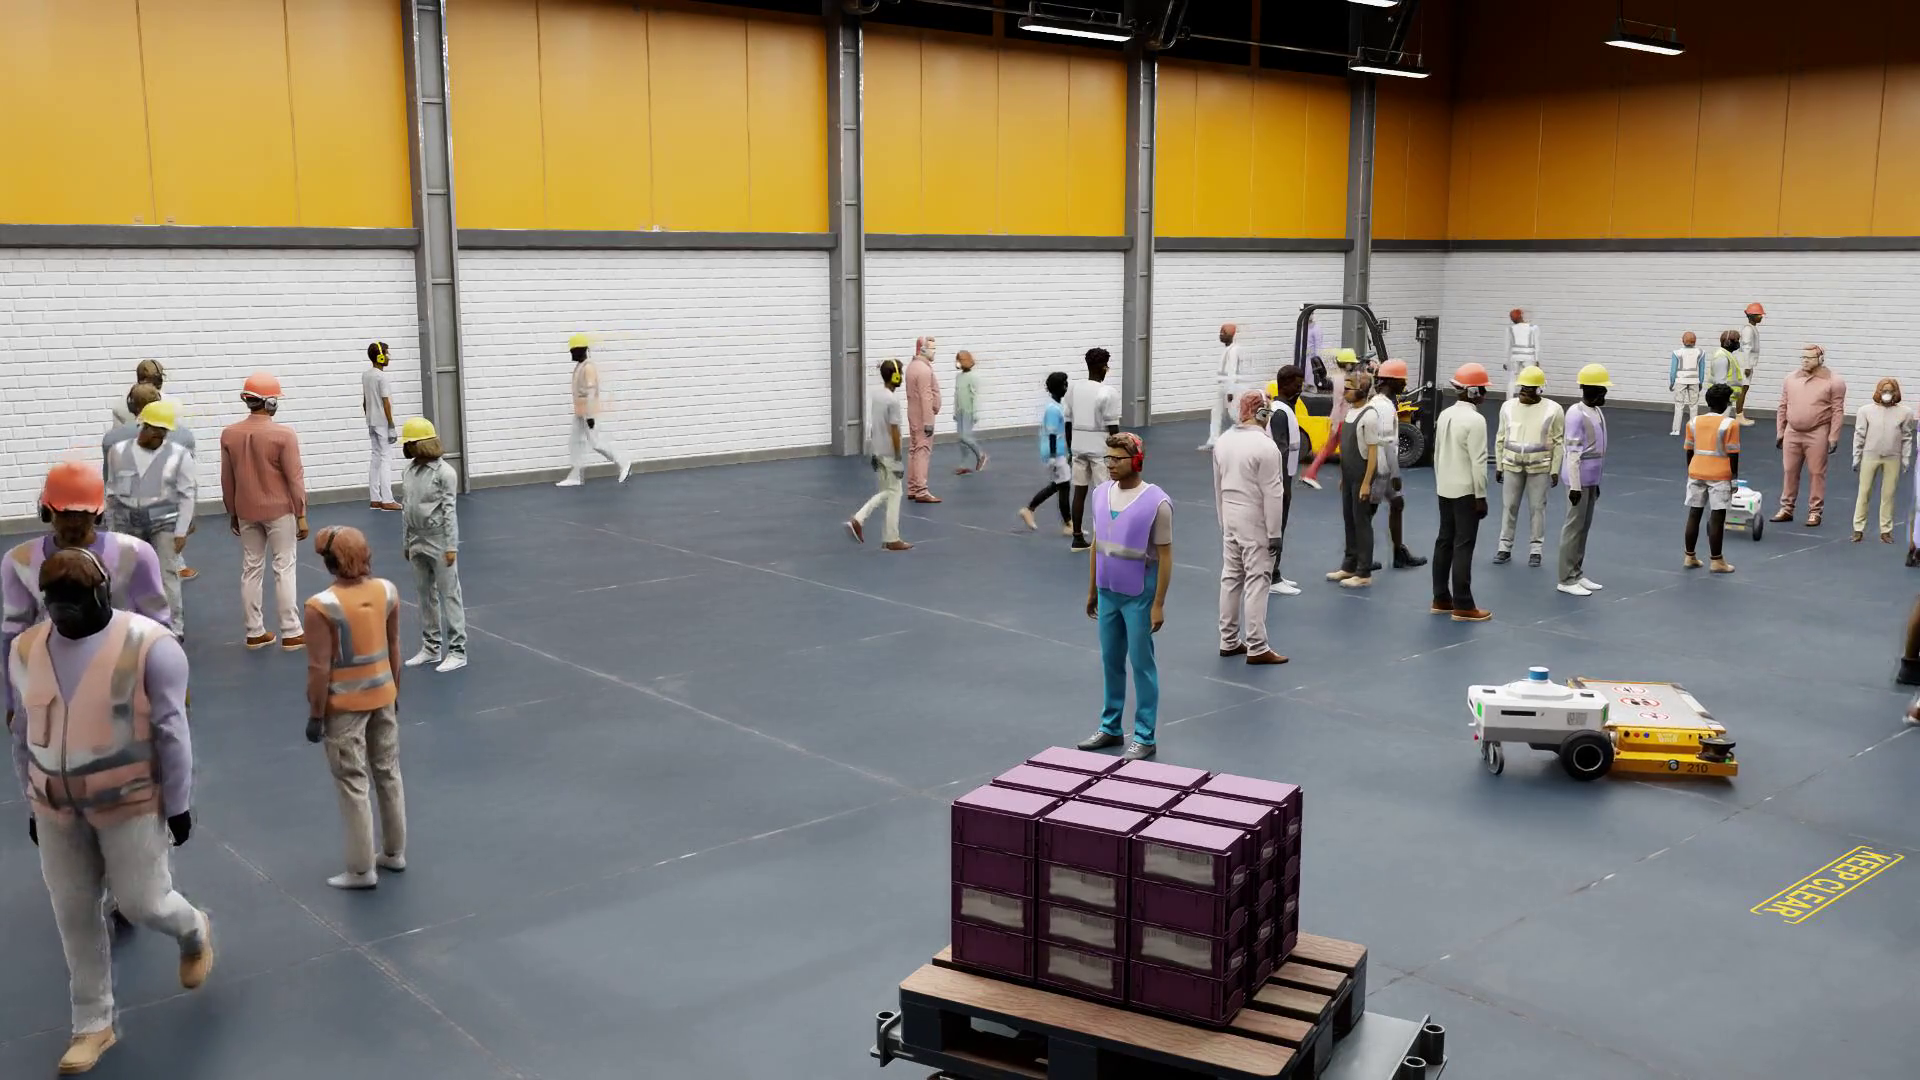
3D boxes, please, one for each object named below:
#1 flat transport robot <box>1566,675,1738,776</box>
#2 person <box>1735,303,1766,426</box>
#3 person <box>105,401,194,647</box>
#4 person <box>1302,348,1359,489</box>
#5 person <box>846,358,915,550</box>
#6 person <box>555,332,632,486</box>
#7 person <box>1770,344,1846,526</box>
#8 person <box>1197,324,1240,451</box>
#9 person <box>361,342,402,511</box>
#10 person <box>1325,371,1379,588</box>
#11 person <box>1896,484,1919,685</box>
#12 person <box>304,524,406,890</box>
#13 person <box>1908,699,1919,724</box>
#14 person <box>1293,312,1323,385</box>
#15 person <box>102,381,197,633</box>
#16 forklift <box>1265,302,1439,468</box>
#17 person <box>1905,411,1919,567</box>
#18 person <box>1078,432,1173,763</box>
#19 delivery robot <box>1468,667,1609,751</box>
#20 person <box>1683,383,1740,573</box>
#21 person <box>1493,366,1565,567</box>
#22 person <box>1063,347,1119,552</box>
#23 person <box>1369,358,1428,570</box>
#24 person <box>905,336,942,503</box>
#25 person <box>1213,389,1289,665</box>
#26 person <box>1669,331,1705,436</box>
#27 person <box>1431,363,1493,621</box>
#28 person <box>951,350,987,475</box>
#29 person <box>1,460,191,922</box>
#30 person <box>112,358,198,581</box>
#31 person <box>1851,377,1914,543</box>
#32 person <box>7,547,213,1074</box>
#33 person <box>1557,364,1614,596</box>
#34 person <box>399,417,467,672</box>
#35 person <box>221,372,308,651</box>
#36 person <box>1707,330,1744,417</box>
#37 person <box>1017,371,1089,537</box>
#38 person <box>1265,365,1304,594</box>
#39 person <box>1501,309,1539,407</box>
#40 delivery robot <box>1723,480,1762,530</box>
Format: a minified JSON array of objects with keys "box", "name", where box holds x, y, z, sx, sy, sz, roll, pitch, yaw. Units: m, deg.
[{"box":[3.953,1.050,9.612,0.652,0.197,1.431,2,10,10],"name":"flat transport robot"},{"box":[13.141,-2.921,27.678,0.390,2.045,0.607,6,11,30],"name":"person"},{"box":[-5.805,-0.086,11.811,0.694,1.792,0.474,-1,10,-8],"name":"person"},{"box":[4.541,-1.436,19.897,0.888,1.727,0.522,3,10,16],"name":"person"},{"box":[-0.741,-0.802,15.828,0.570,1.853,0.529,-5,11,-26],"name":"person"},{"box":[-4.522,-1.603,20.412,0.860,1.898,0.592,-5,11,-27],"name":"person"},{"box":[8.859,-1.098,17.410,0.402,1.906,0.652,-8,12,-38],"name":"person"},{"box":[3.935,-2.189,23.971,0.893,1.856,0.584,0,10,-3],"name":"person"},{"box":[-6.405,-1.256,18.436,0.519,1.874,0.321,9,13,42],"name":"person"},{"box":[3.374,-0.517,14.190,0.336,1.843,0.514,-2,10,-10],"name":"person"},{"box":[6.501,0.029,10.768,0.698,1.915,0.554,3,10,19],"name":"person"},{"box":[-2.695,0.741,7.429,0.309,1.638,0.518,5,11,26],"name":"person"},{"box":[6.173,0.237,9.884,1.012,1.809,0.536,0,10,-2],"name":"person"},{"box":[6.071,-3.125,29.275,0.408,1.905,0.654,-5,11,-27],"name":"person"},{"box":[-5.896,-0.205,12.185,0.641,1.913,0.863,-8,13,-41],"name":"person"},{"box":[5.320,-2.157,22.763,2.313,2.155,1.214,3,10,16],"name":"forklift"},{"box":[8.780,-0.680,14.872,0.374,1.933,0.550,1,10,4],"name":"person"},{"box":[0.945,0.313,9.331,0.377,1.841,0.570,-8,13,-40],"name":"person"},{"box":[3.168,0.942,9.142,0.707,0.478,0.477,2,10,9],"name":"delivery robot"},{"box":[6.708,-0.553,14.839,0.321,1.692,0.529,-6,11,-30],"name":"person"},{"box":[5.163,-0.671,15.135,0.591,1.829,0.404,6,11,31],"name":"person"},{"box":[1.265,-0.847,15.758,0.614,1.963,0.362,8,13,40],"name":"person"},{"box":[3.872,-0.654,14.797,0.835,1.902,0.574,2,10,10],"name":"person"},{"box":[-0.406,-1.383,19.084,0.401,1.904,0.646,-3,10,-15],"name":"person"},{"box":[2.032,-0.093,11.536,0.410,1.905,0.641,-5,11,-28],"name":"person"},{"box":[11.365,-2.434,26.007,0.511,1.640,0.308,1,10,8],"name":"person"},{"box":[3.909,-0.376,12.919,0.384,1.996,0.610,-2,10,-14],"name":"person"},{"box":[0.082,-1.634,21.382,0.398,1.616,0.517,-6,11,-30],"name":"person"},{"box":[-3.747,0.623,7.165,0.704,1.959,1.106,-2,10,-12],"name":"person"},{"box":[-6.948,-0.594,14.359,0.635,1.937,0.352,1,10,6],"name":"person"},{"box":[9.057,-0.782,16.352,0.509,1.631,0.268,4,10,22],"name":"person"},{"box":[-3.008,0.905,5.913,0.629,1.828,0.645,0,10,2],"name":"person"},{"box":[5.221,-0.509,13.889,0.361,1.928,0.594,7,12,36],"name":"person"},{"box":[-3.617,0.029,11.310,0.485,1.737,0.320,5,11,28],"name":"person"},{"box":[-4.939,-0.199,11.881,0.624,1.992,0.390,2,10,11],"name":"person"},{"box":[10.175,-1.873,22.133,0.429,1.841,0.633,5,11,29],"name":"person"},{"box":[0.940,-0.868,16.731,0.710,1.680,0.544,1,10,7],"name":"person"},{"box":[2.680,-0.512,13.955,0.391,1.913,0.587,1,10,8],"name":"person"},{"box":[10.209,-3.269,30.311,0.646,1.857,0.386,4,10,21],"name":"person"},{"box":[7.846,-0.356,16.740,0.477,0.478,0.707,6,11,31],"name":"delivery robot"}]
